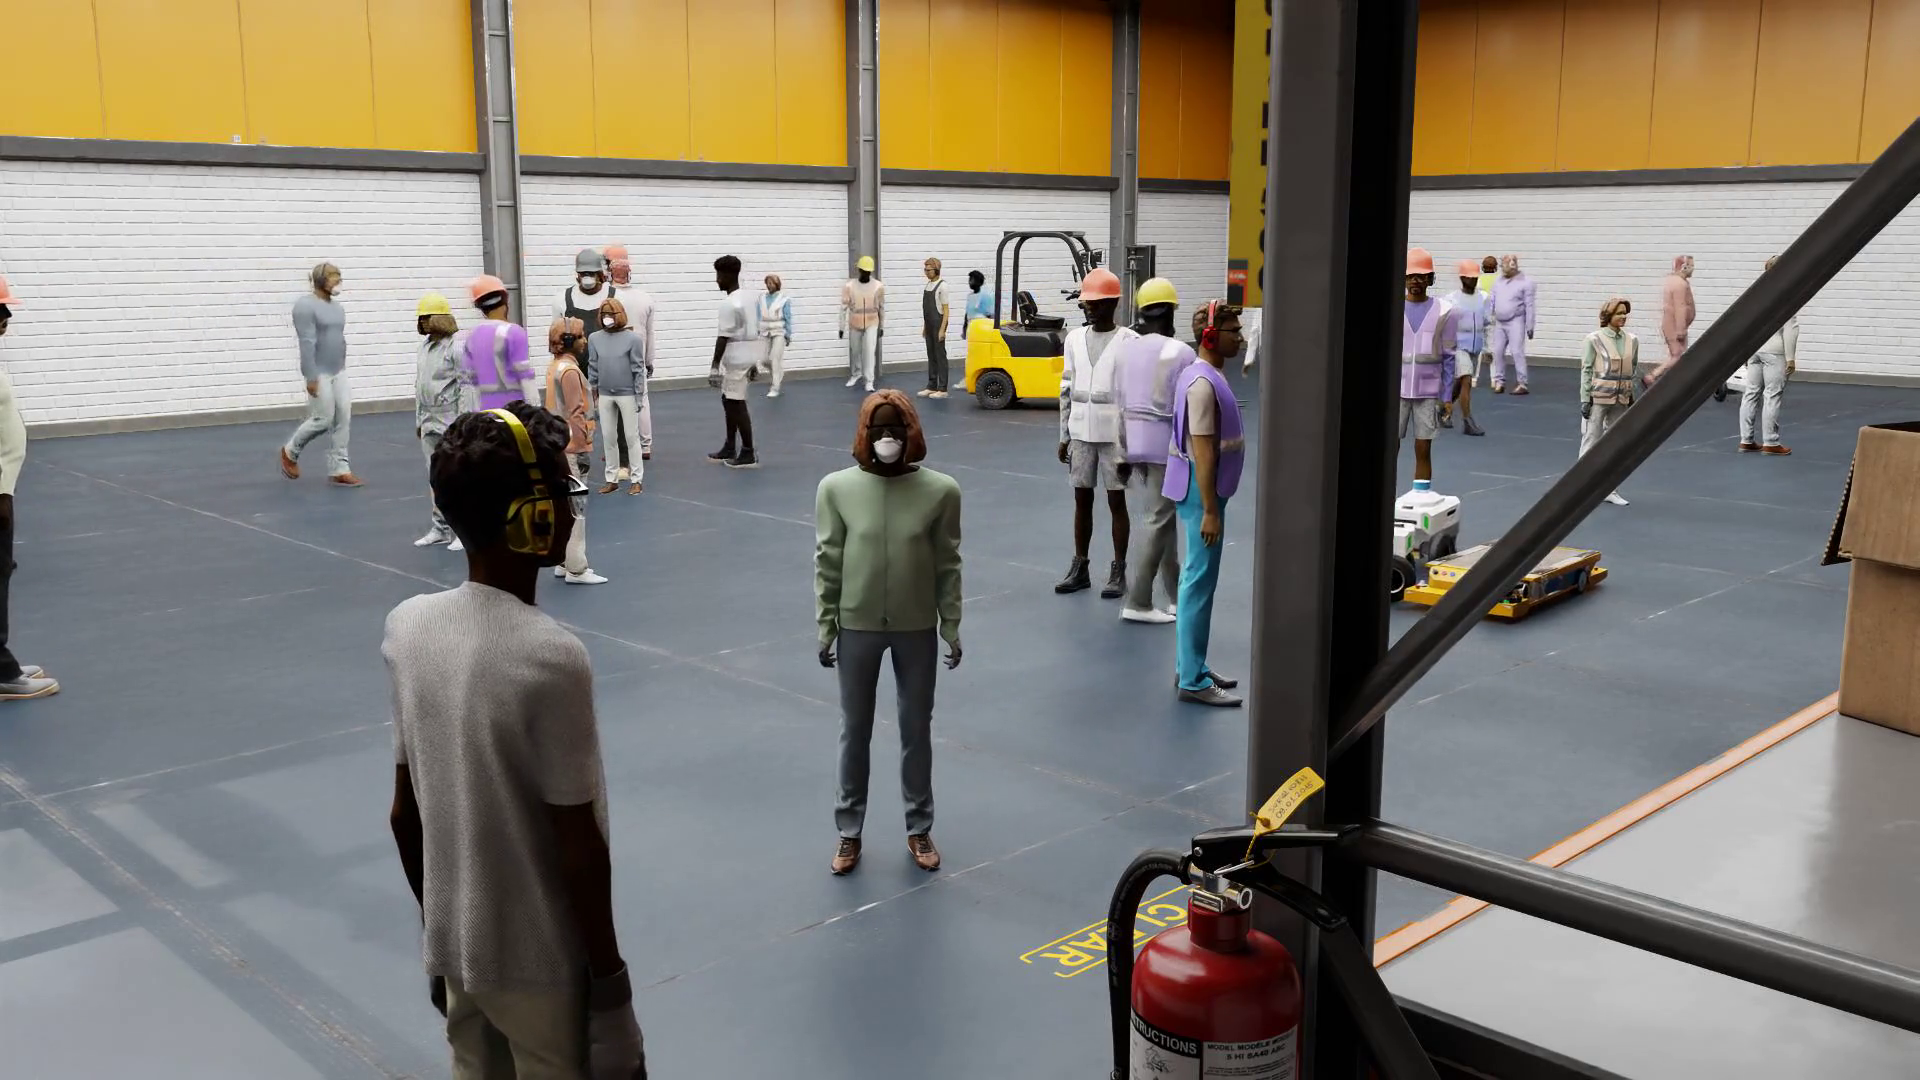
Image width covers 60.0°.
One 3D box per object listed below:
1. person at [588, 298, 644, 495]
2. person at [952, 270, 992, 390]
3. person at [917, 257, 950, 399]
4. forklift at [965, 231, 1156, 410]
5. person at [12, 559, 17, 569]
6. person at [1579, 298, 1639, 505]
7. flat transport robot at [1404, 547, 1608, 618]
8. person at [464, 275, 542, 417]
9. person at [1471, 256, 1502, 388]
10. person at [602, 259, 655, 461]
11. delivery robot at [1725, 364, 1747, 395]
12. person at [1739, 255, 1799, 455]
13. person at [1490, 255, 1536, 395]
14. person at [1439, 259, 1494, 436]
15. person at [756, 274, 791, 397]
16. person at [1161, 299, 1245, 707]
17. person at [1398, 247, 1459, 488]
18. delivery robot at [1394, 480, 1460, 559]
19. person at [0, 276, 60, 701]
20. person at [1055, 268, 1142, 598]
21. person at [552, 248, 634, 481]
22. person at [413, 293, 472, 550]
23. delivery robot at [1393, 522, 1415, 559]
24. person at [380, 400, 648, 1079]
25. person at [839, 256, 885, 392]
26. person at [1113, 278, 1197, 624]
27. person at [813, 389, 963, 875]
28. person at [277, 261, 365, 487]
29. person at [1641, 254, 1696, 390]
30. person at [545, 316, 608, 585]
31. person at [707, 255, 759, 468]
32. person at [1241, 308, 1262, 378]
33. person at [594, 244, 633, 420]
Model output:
[{"bbox_3d":[-2.829,-1.178,13.706,0.501,1.626,0.282,3,11,14],"label":"person"},{"bbox_3d":[0.267,-2.923,23.149,0.882,1.652,0.545,-6,12,-29],"label":"person"},{"bbox_3d":[-0.333,-2.776,21.825,0.343,1.843,0.506,-6,12,-31],"label":"person"},{"bbox_3d":[1.222,-2.721,20.561,2.313,2.155,1.214,2,11,13],"label":"forklift"},{"bbox_3d":[-6.146,-0.725,10.381,0.375,1.935,0.551,-4,11,-20],"label":"person"},{"bbox_3d":[5.110,-1.082,13.128,0.517,1.645,0.307,-3,11,-18],"label":"person"},{"bbox_3d":[3.257,0.206,9.851,0.652,0.197,1.431,9,14,40],"label":"flat transport robot"},{"bbox_3d":[-2.938,-0.766,10.772,0.599,1.879,0.552,10,14,43],"label":"person"},{"bbox_3d":[7.395,-3.056,23.351,0.627,1.844,0.429,2,11,12],"label":"person"},{"bbox_3d":[-3.196,-1.690,15.726,0.650,1.906,0.401,-8,13,-38],"label":"person"},{"bbox_3d":[9.966,-2.043,21.081,0.477,0.478,0.707,0,10,-2],"label":"delivery robot"},{"bbox_3d":[7.879,-1.793,16.203,0.373,1.940,0.628,-4,11,-23],"label":"person"},{"bbox_3d":[7.351,-2.890,22.387,0.524,1.868,0.667,-7,12,-32],"label":"person"},{"bbox_3d":[5.437,-2.102,18.038,0.540,1.897,0.987,-3,11,-17],"label":"person"},{"bbox_3d":[-2.463,-2.721,22.099,0.527,1.624,0.530,4,11,23],"label":"person"},{"bbox_3d":[1.119,-0.175,7.628,0.390,1.846,0.565,1,10,7],"label":"person"},{"bbox_3d":[3.240,-1.063,11.932,0.608,2.044,0.378,2,11,12],"label":"person"},{"bbox_3d":[2.964,-0.145,10.713,0.477,0.478,0.707,7,12,32],"label":"delivery robot"},{"bbox_3d":[-4.479,-0.261,7.689,0.395,1.994,0.612,-7,13,-35],"label":"person"},{"bbox_3d":[0.823,-0.625,9.832,0.545,1.939,0.354,6,12,29],"label":"person"},{"bbox_3d":[-3.175,-1.513,14.397,0.701,2.000,0.536,-1,10,-4],"label":"person"},{"bbox_3d":[-3.535,-0.801,11.322,0.493,1.743,0.295,6,12,31],"label":"person"},{"bbox_3d":[2.338,0.006,9.910,0.707,0.478,0.477,3,11,14],"label":"delivery robot"},{"bbox_3d":[-0.717,0.705,2.760,0.519,1.874,0.326,8,13,37],"label":"person"},{"bbox_3d":[-1.360,-3.010,23.088,0.634,1.862,1.037,-1,10,-3],"label":"person"},{"bbox_3d":[1.136,-0.478,9.137,0.572,1.896,0.697,-7,12,-32],"label":"person"},{"bbox_3d":[-0.237,0.309,5.570,0.498,1.634,0.280,-1,10,-5],"label":"person"},{"bbox_3d":[-5.437,-1.394,14.091,0.668,1.915,0.640,3,11,15],"label":"person"},{"bbox_3d":[9.140,-2.716,21.359,0.550,1.888,0.657,3,11,16],"label":"person"},{"bbox_3d":[-2.388,-0.545,10.213,0.307,1.641,0.513,-5,12,-26],"label":"person"},{"bbox_3d":[-2.169,-1.628,15.247,0.661,1.948,0.644,2,11,13],"label":"person"},{"bbox_3d":[2.975,-1.693,15.847,0.524,1.864,0.570,-6,12,-28],"label":"person"},{"bbox_3d":[-3.828,-2.253,18.451,0.468,2.031,0.644,-9,14,-41],"label":"person"}]
